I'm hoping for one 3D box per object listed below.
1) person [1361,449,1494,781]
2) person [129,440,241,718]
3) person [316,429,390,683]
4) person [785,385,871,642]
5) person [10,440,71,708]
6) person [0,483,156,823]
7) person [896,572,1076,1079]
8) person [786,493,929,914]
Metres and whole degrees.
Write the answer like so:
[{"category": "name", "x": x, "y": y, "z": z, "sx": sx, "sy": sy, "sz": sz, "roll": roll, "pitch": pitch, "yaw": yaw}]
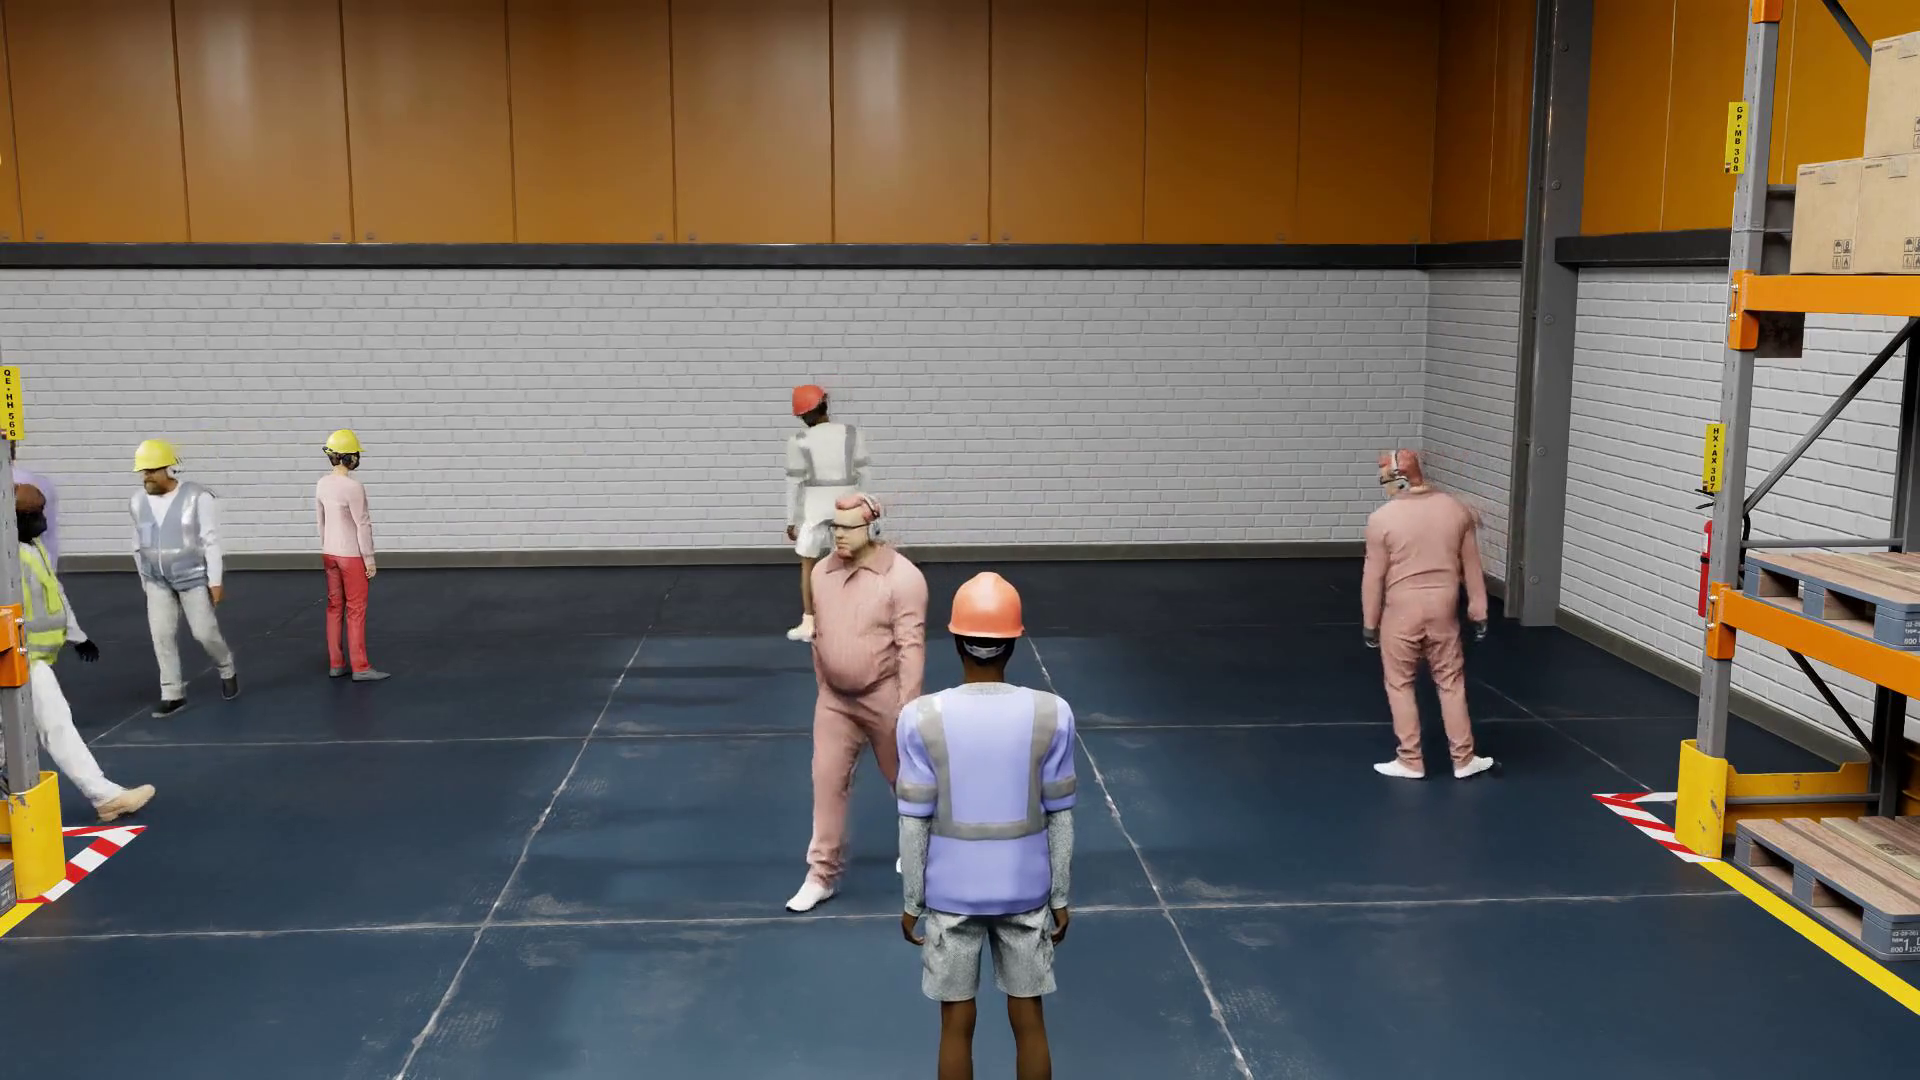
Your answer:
[{"category": "person", "x": 2.634, "y": 0.422, "z": 9.356, "sx": 0.790, "sy": 1.870, "sz": 0.458, "roll": -1, "pitch": 9, "yaw": -9}, {"category": "person", "x": -5.053, "y": 0.225, "z": 10.845, "sx": 0.607, "sy": 1.796, "sz": 0.704, "roll": 1, "pitch": 9, "yaw": 3}, {"category": "person", "x": -4.267, "y": 0.112, "z": 11.617, "sx": 0.525, "sy": 1.769, "sz": 0.311, "roll": 6, "pitch": 11, "yaw": 34}, {"category": "person", "x": -1.029, "y": -0.190, "z": 12.825, "sx": 0.703, "sy": 1.995, "sz": 0.424, "roll": -2, "pitch": 9, "yaw": -11}, {"category": "person", "x": -5.965, "y": 0.231, "z": 10.476, "sx": 0.965, "sy": 1.905, "sz": 0.644, "roll": 5, "pitch": 10, "yaw": 26}, {"category": "person", "x": -4.692, "y": 0.594, "z": 8.514, "sx": 0.965, "sy": 1.787, "sz": 0.641, "roll": -3, "pitch": 10, "yaw": -20}, {"category": "person", "x": 0.076, "y": 1.061, "z": 5.116, "sx": 0.547, "sy": 1.938, "sz": 0.378, "roll": -1, "pitch": 9, "yaw": -4}, {"category": "person", "x": -0.411, "y": 0.701, "z": 7.636, "sx": 0.656, "sy": 1.866, "sz": 0.979, "roll": 5, "pitch": 10, "yaw": 29}]
